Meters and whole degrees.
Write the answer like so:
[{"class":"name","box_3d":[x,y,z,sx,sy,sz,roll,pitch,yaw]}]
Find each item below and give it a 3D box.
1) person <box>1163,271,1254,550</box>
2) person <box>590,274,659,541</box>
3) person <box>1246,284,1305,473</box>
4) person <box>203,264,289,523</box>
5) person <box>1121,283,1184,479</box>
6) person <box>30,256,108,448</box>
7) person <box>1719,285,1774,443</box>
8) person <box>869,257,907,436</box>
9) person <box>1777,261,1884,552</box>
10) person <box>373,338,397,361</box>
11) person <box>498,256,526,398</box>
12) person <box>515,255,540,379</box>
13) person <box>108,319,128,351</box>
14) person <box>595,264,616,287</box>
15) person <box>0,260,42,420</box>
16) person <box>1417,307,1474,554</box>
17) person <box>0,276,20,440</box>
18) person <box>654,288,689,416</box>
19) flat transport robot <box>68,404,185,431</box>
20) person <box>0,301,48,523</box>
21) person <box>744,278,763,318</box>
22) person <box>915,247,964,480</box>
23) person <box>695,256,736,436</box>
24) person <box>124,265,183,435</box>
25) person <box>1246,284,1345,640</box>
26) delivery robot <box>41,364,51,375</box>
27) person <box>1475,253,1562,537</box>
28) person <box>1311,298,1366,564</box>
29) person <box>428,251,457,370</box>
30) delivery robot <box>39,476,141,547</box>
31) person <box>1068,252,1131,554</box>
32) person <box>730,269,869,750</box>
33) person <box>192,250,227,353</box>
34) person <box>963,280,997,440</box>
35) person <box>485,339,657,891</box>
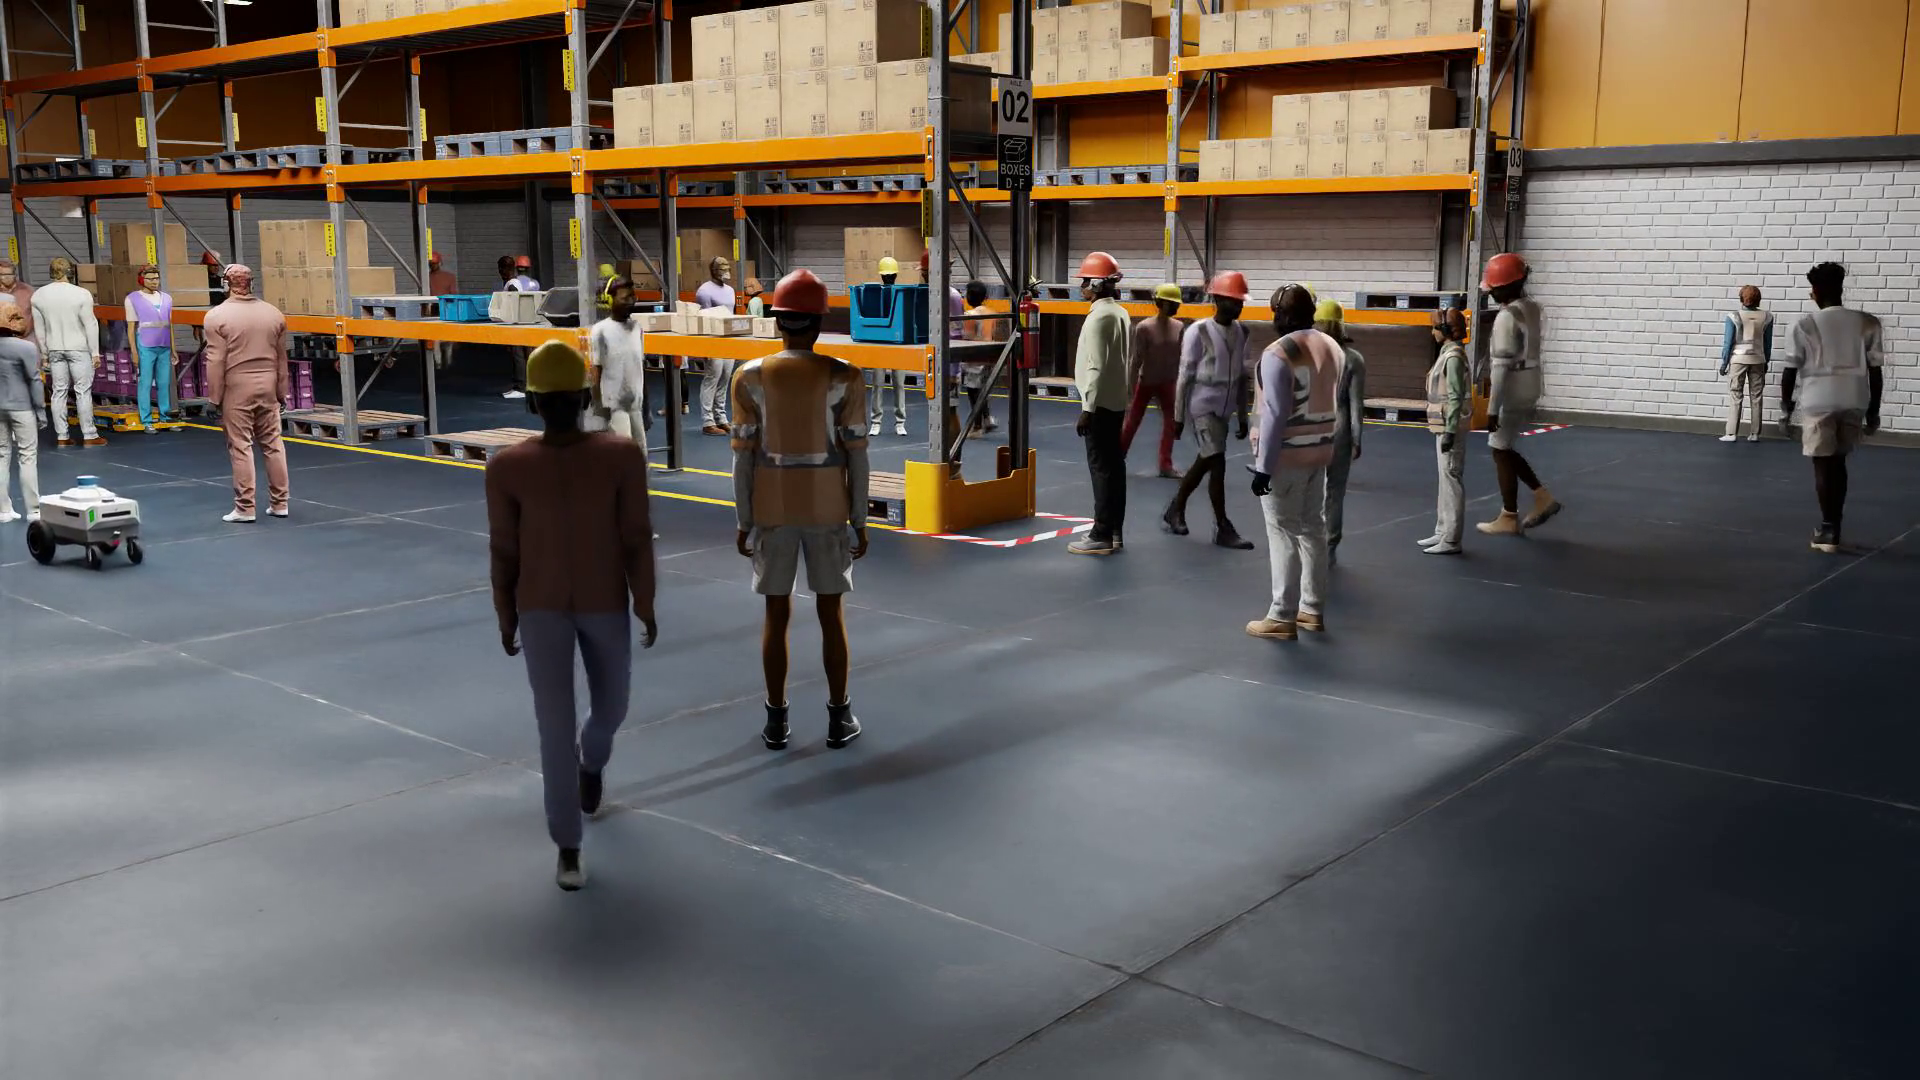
[{"class":"person","box_3d":[1.702,-0.912,11.478,0.550,1.888,0.967,-7,12,-34]},{"class":"person","box_3d":[-2.386,-0.923,11.596,0.672,1.843,0.531,6,11,29]},{"class":"person","box_3d":[2.979,-1.374,14.535,0.893,1.707,0.545,9,14,42]},{"class":"person","box_3d":[-5.292,-1.081,12.318,0.401,1.907,0.648,7,12,34]},{"class":"person","box_3d":[1.657,-1.408,14.702,0.584,1.726,0.688,-5,11,-26]},{"class":"person","box_3d":[-9.008,-1.887,16.823,0.630,1.938,0.372,0,10,-1]},{"class":"person","box_3d":[8.186,-1.828,17.325,0.514,1.642,0.310,0,10,-1]},{"class":"person","box_3d":[-0.758,-2.076,17.926,0.591,1.925,0.387,-1,10,-3]},{"class":"person","box_3d":[5.873,-0.907,11.249,0.618,1.925,0.736,1,10,4]},{"class":"person","box_3d":[-10.426,-4.038,29.930,0.508,1.631,0.264,3,10,18]},{"class":"person","box_3d":[-6.053,-2.884,22.566,0.391,1.913,0.587,-3,10,-16]},{"class":"person","box_3d":[-6.719,-3.414,25.566,0.561,1.918,0.500,-1,10,-6]},{"class":"person","box_3d":[-13.698,-3.681,27.298,1.013,1.854,0.675,8,12,37]},{"class":"person","box_3d":[-5.541,-3.395,25.850,0.452,1.785,0.692,-3,10,-16]},{"class":"person","box_3d":[-11.033,-2.317,19.424,0.685,1.880,0.476,-7,12,-36]},{"class":"person","box_3d":[3.237,-0.721,11.032,0.314,1.639,0.515,2,10,12]},{"class":"person","box_3d":[-10.135,-1.969,17.467,0.514,1.876,0.328,-5,11,-26]},{"class":"person","box_3d":[-3.486,-2.345,20.136,0.323,1.688,0.530,7,12,34]},{"class":"flat transport robot","box_3d":[-9.371,-1.381,18.677,1.431,0.197,0.652,8,13,38]},{"class":"person","box_3d":[-6.990,-0.939,12.282,0.504,1.632,0.269,1,10,8]},{"class":"person","box_3d":[-2.765,-2.719,22.457,0.288,1.626,0.497,0,10,2]},{"class":"person","box_3d":[-0.172,-1.485,14.241,0.395,2.040,0.609,-4,11,-21]},{"class":"person","box_3d":[-2.619,-2.100,18.027,0.359,1.938,0.632,4,11,23]},{"class":"person","box_3d":[-8.823,-2.070,18.154,0.378,1.836,0.561,4,11,23]},{"class":"person","box_3d":[1.722,-0.405,8.663,0.428,1.840,0.631,10,14,44]},{"class":"delivery robot","box_3d":[-12.438,-2.305,22.865,0.707,0.478,0.477,6,11,30]},{"class":"person","box_3d":[3.836,-0.978,11.510,0.472,1.986,0.671,8,12,37]},{"class":"person","box_3d":[2.278,-0.656,10.443,0.490,1.721,0.707,3,10,14]},{"class":"person","box_3d":[-8.706,-3.824,27.722,0.640,1.977,0.432,-2,10,-13]},{"class":"delivery robot","box_3d":[-5.608,-0.170,10.709,0.707,0.478,0.477,7,12,36]},{"class":"person","box_3d":[0.930,-0.902,11.041,0.378,1.996,0.611,4,11,23]},{"class":"person","box_3d":[-0.641,-0.116,6.739,0.552,1.934,0.373,0,10,-2]},{"class":"person","box_3d":[-9.979,-2.872,22.281,0.402,1.991,0.622,9,14,43]},{"class":"person","box_3d":[0.155,-1.894,17.582,0.373,1.685,0.537,5,11,27]},{"class":"person","box_3d":[-1.283,0.198,5.501,0.522,1.741,0.760,-3,10,-18]}]
